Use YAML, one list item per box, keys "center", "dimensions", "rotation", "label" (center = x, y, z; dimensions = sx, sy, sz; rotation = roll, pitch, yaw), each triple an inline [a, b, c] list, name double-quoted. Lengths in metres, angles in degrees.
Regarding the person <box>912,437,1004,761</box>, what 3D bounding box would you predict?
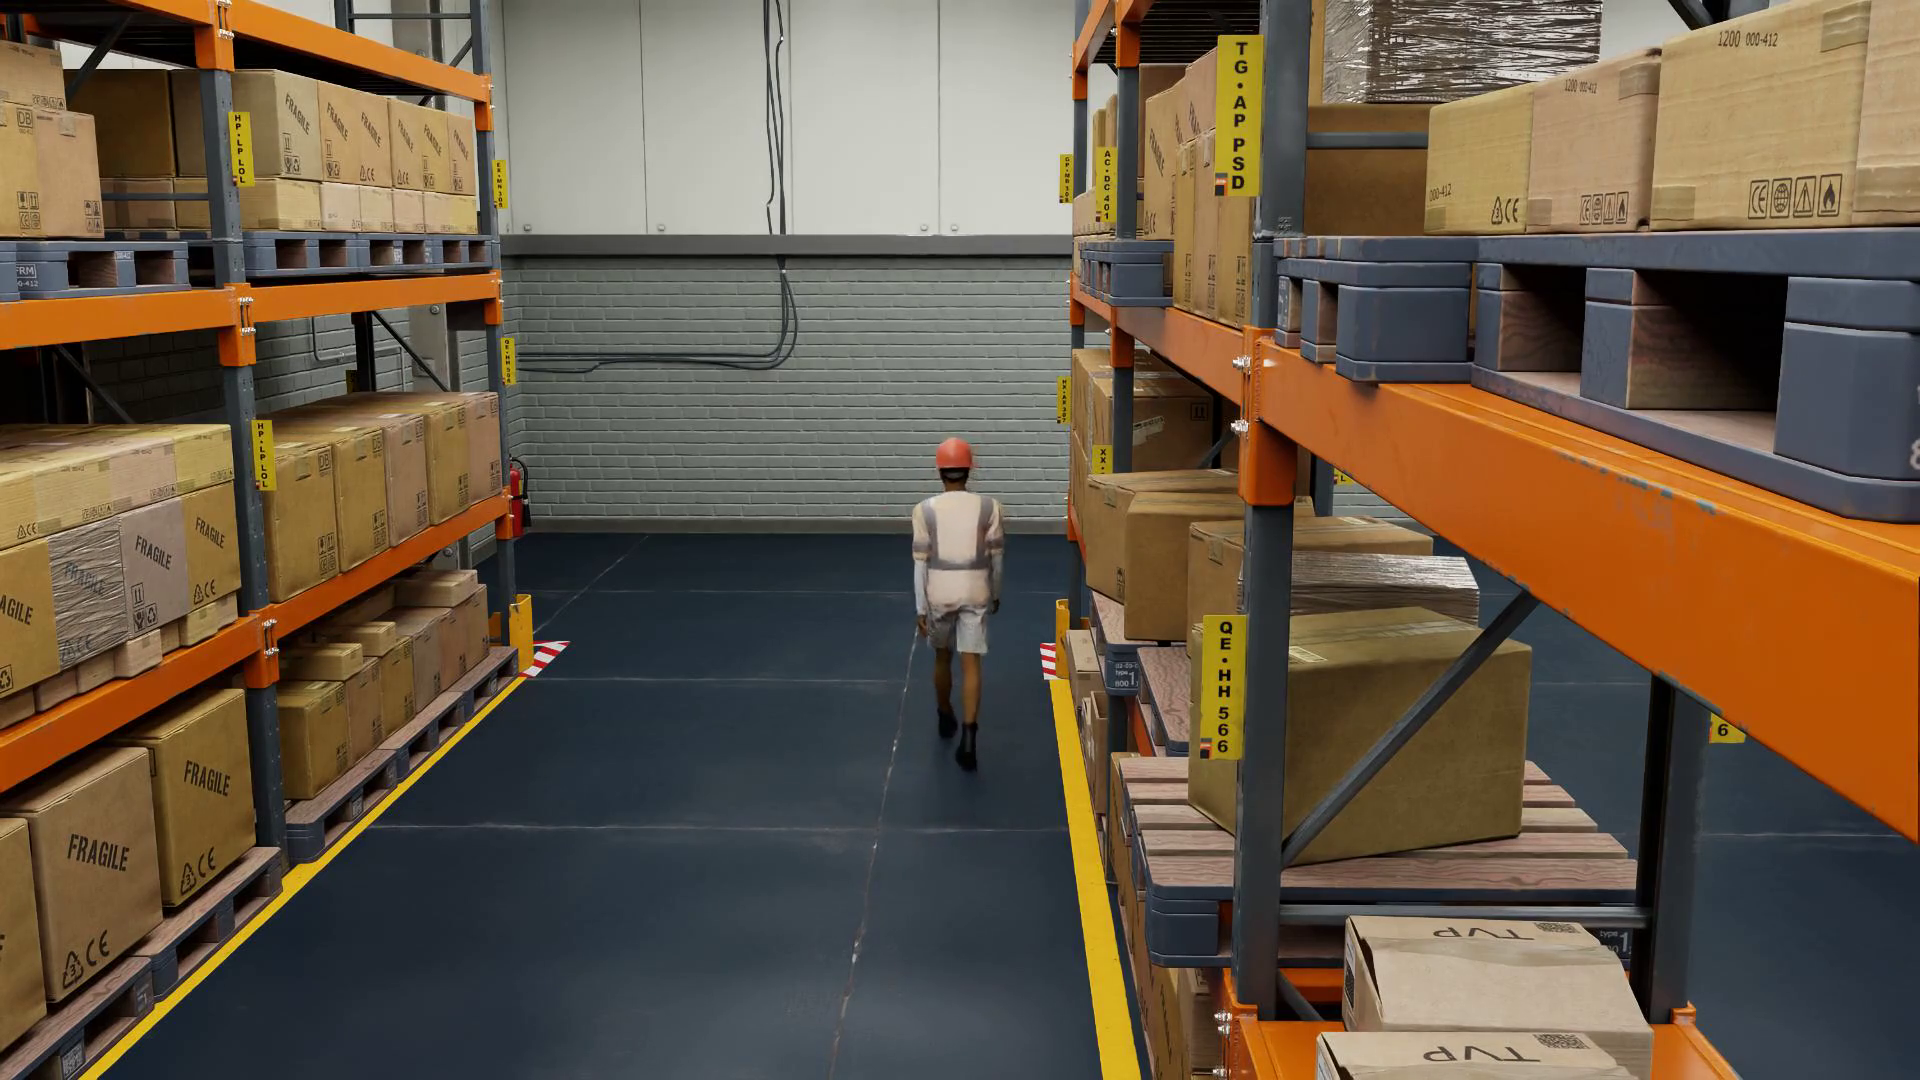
- center: [-0.010, 0.342, 9.925]
  dimensions: [0.548, 1.902, 0.959]
  rotation: [0, 10, 1]
  label: "person"
